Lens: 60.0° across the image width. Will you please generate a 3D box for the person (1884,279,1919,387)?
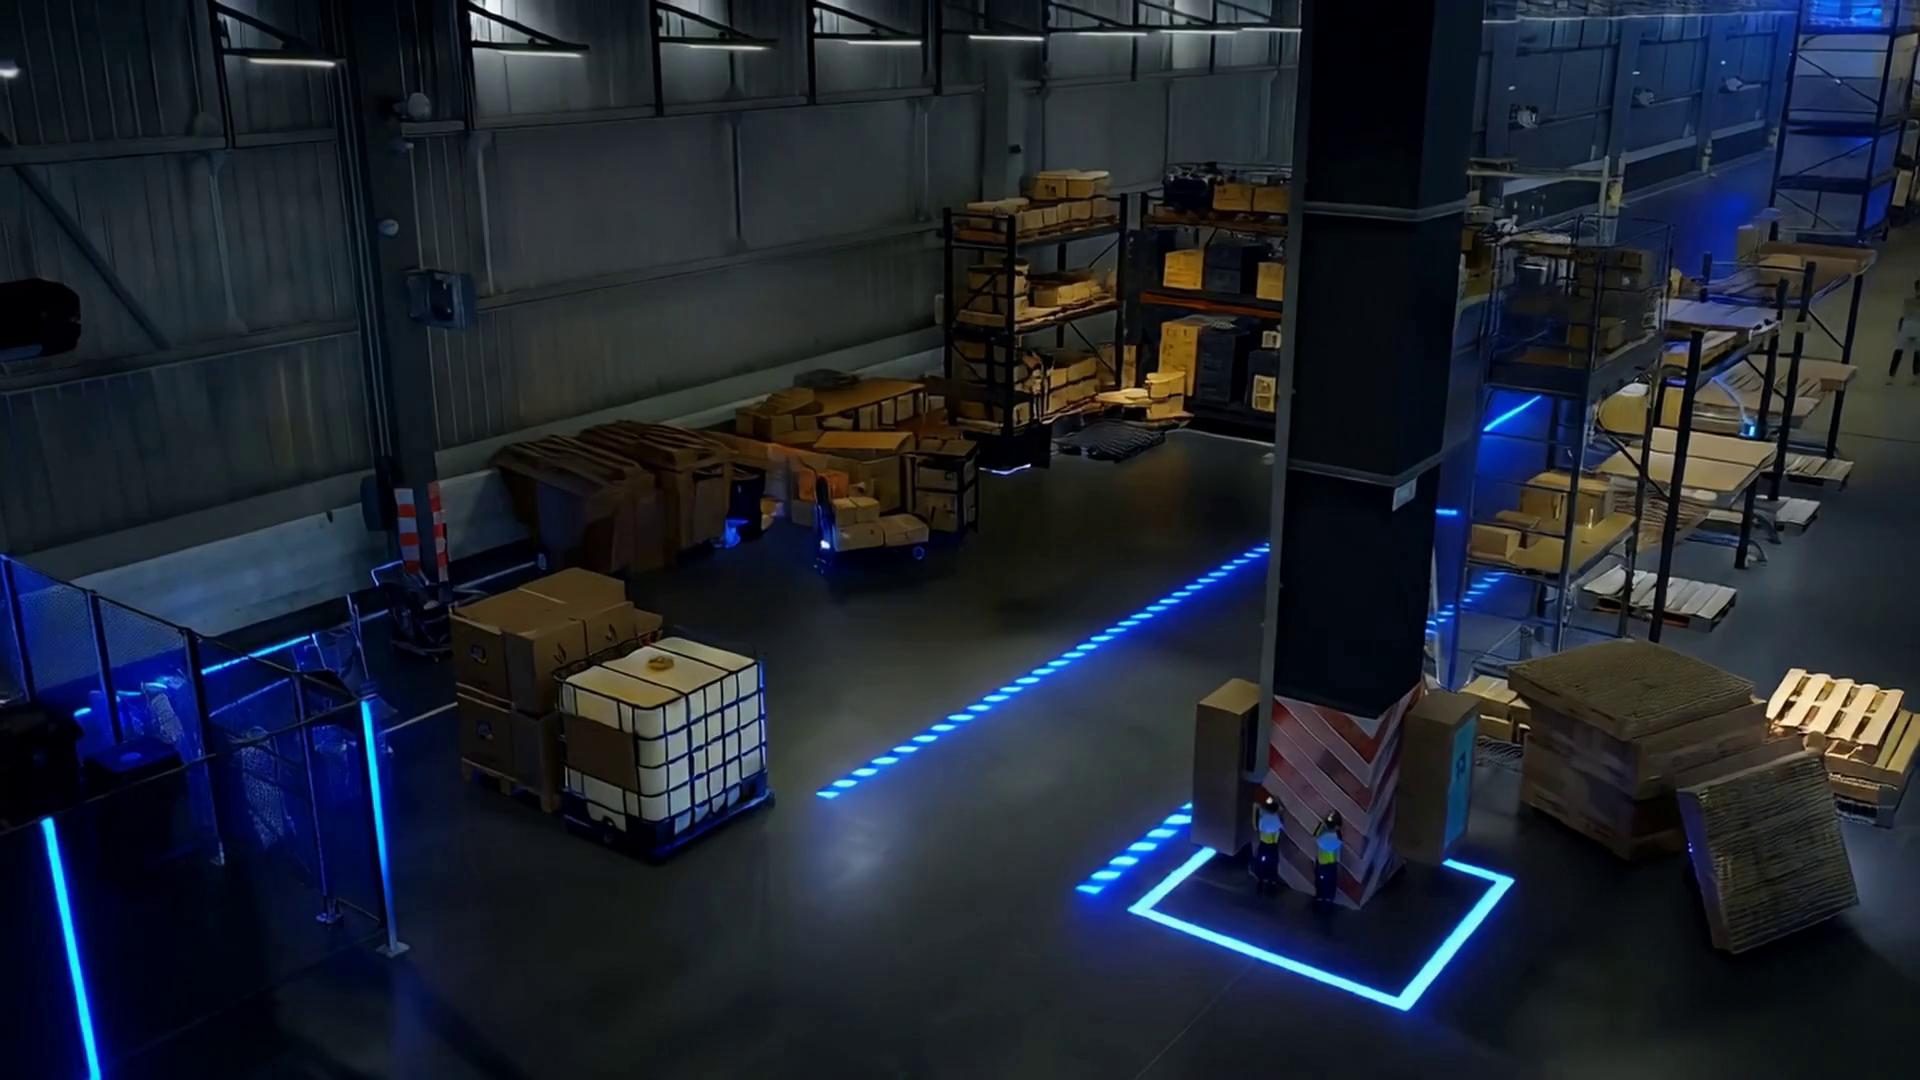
[{"bbox_3d":[14.423,-3.131,25.104,0.570,1.674,0.551,-15,24,-39],"label":"person"}]
